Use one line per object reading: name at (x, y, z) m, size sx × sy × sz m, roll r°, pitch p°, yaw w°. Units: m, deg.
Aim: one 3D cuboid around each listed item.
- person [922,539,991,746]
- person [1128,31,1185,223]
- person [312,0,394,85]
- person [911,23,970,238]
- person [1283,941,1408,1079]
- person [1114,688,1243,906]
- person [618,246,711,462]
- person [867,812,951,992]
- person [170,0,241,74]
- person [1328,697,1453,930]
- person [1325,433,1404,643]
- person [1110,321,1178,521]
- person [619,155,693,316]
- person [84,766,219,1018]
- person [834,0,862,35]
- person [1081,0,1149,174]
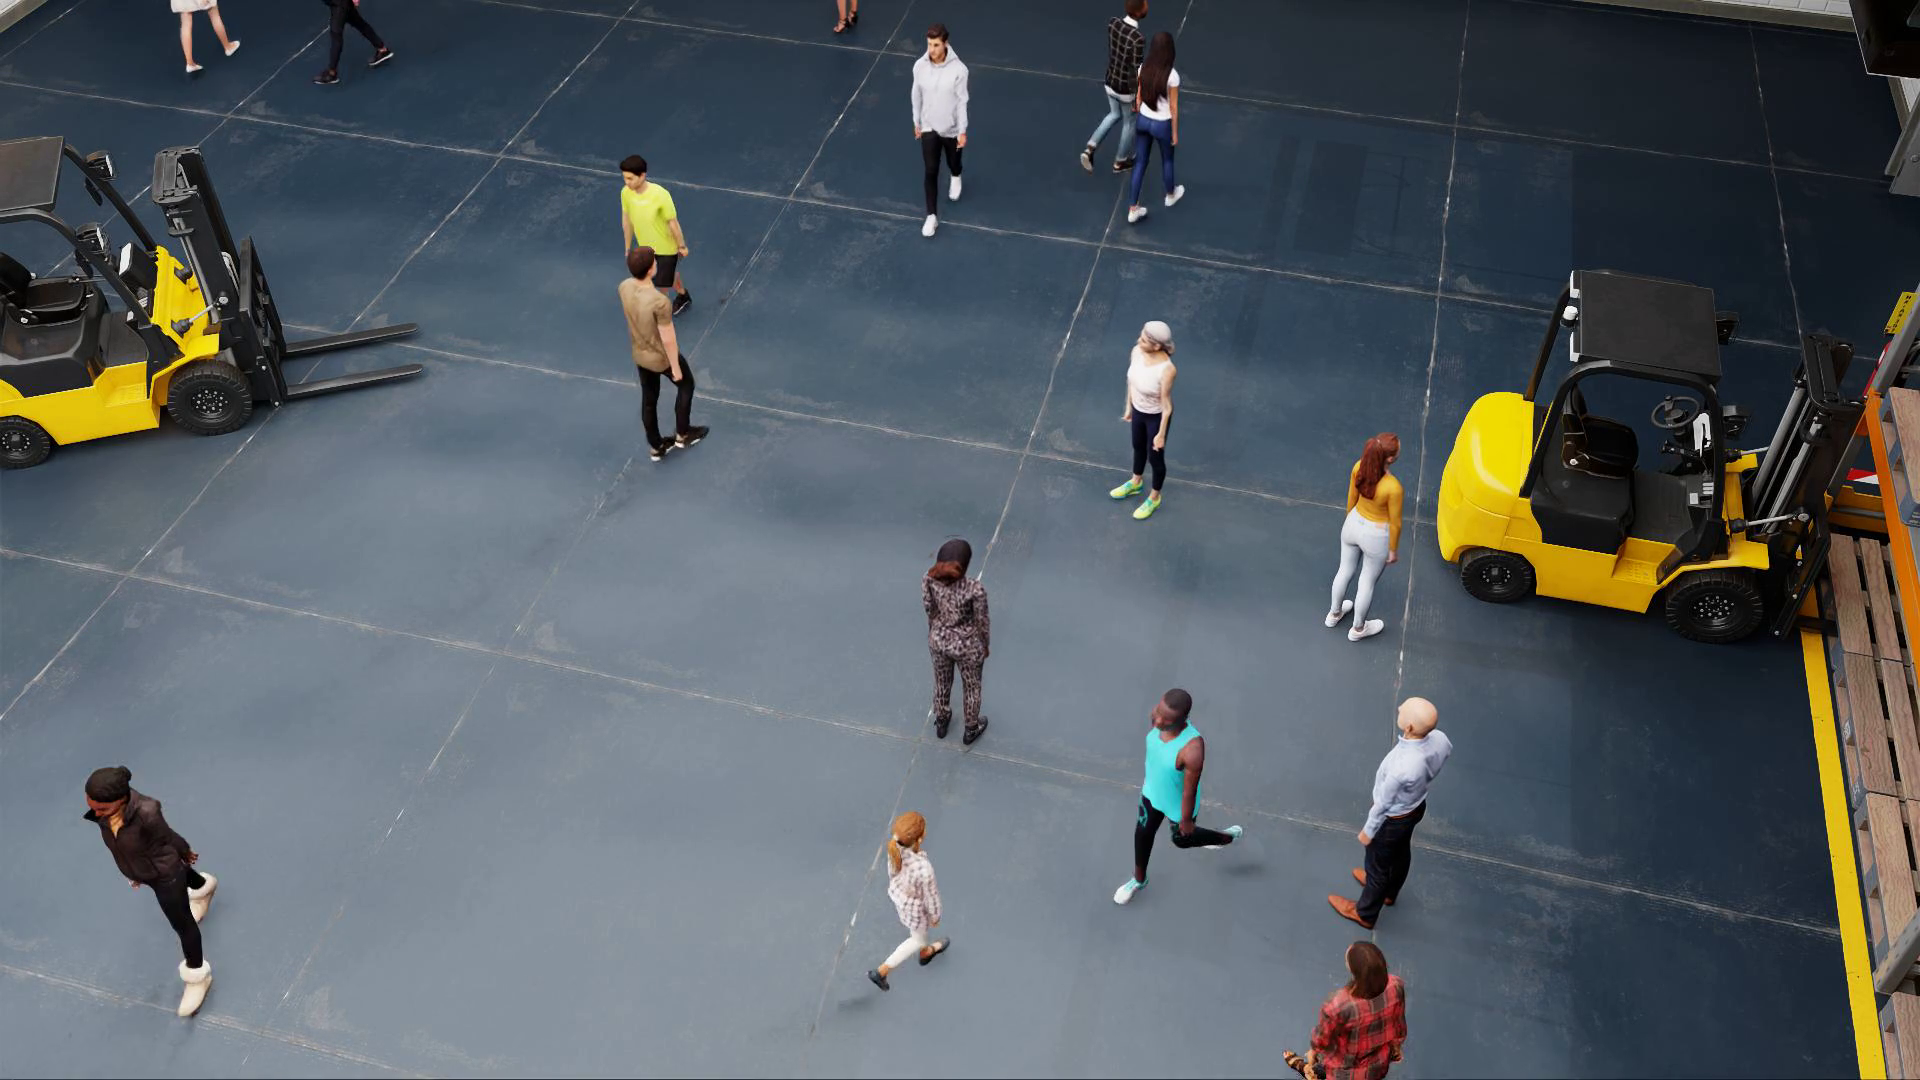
person at (-0.023, 0.634, 10.380) m, size 0.594 × 1.714 × 0.592 m, roll 15°, pitch 46°, yaw 15°
person at (1.685, -3.630, 14.832) m, size 0.916 × 1.746 × 1.073 m, roll 30°, pitch 51°, yaw 28°
person at (-6.219, -5.573, 16.822) m, size 1.078 × 1.815 × 1.295 m, roll 34°, pitch 53°, yaw 30°
person at (-0.132, -3.729, 14.825) m, size 0.764 × 1.900 × 1.188 m, roll 6°, pitch 44°, yaw 6°
person at (2.026, 2.665, 8.296) m, size 1.090 × 1.648 × 1.188 m, roll -15°, pitch 46°, yaw -15°
person at (1.290, 1.426, 9.503) m, size 1.149 × 1.777 × 1.088 m, roll -17°, pitch 46°, yaw -17°
person at (-2.323, -1.330, 12.348) m, size 0.808 × 1.843 × 0.862 m, roll 26°, pitch 50°, yaw 25°
person at (-0.312, 2.026, 9.224) m, size 0.905 × 1.292 × 0.812 m, roll -23°, pitch 48°, yaw -22°
person at (-7.896, -5.596, 16.936) m, size 0.672 × 1.691 × 1.054 m, roll 4°, pitch 44°, yaw 4°
person at (2.455, 1.544, 9.369) m, size 0.679 × 1.790 × 0.786 m, roll -34°, pitch 53°, yaw -31°
person at (2.705, -0.026, 11.045) m, size 0.726 × 1.751 × 0.684 m, roll -30°, pitch 51°, yaw -28°
person at (1.381, -0.898, 11.996) m, size 0.733 × 1.702 × 0.676 m, roll -23°, pitch 48°, yaw -22°
person at (-2.441, -2.482, 13.695) m, size 0.816 × 1.653 × 1.148 m, roll 21°, pitch 48°, yaw 21°
person at (-4.493, 1.896, 9.098) m, size 0.616 × 1.653 × 1.084 m, roll 9°, pitch 44°, yaw 10°
person at (-1.235, -6.242, 17.526) m, size 0.747 × 1.812 × 0.595 m, roll 27°, pitch 50°, yaw 26°
person at (1.432, -4.153, 15.342) m, size 1.062 × 1.801 × 0.974 m, roll -28°, pitch 50°, yaw -26°
